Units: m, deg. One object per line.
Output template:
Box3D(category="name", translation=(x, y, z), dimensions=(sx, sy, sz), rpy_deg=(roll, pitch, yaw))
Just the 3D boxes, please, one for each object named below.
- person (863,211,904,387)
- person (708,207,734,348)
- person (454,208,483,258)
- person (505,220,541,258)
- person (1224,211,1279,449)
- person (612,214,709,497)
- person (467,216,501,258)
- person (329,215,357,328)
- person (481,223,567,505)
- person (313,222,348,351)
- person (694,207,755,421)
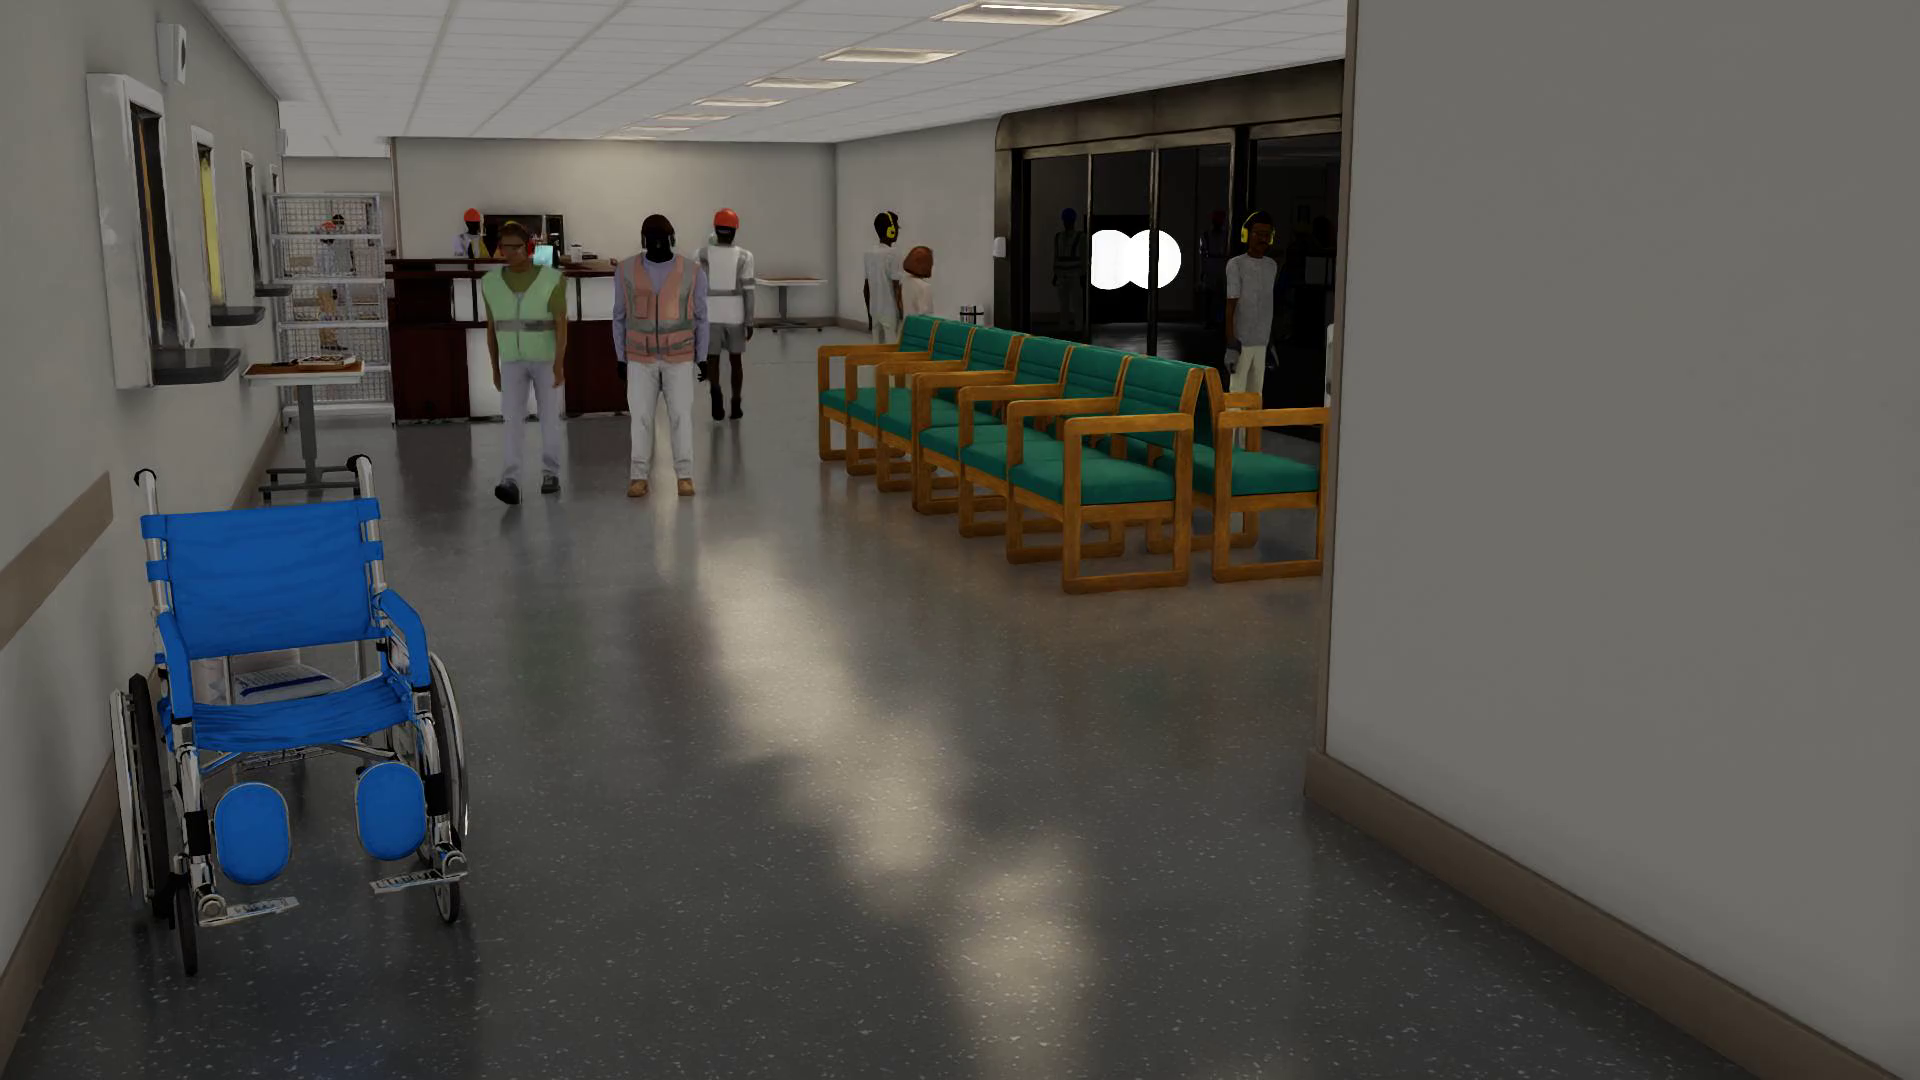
Box3D(category="person", translation=(-0.655, -1.999, 14.937), dimensions=(0.327, 1.874, 0.520), rpy_deg=(-10, 15, -41))
Box3D(category="person", translation=(-3.306, -3.664, 23.284), dimensions=(0.385, 1.948, 0.605), rpy_deg=(2, 11, 11))
Box3D(category="person", translation=(-6.802, -3.672, 23.352), dimensions=(0.361, 1.938, 0.545), rpy_deg=(11, 15, 44))
Box3D(category="person", translation=(-5.714, -3.312, 21.925), dimensions=(0.620, 1.776, 0.413), rpy_deg=(-8, 14, -36))
Box3D(category="person", translation=(2.050, -1.356, 11.662), dimensions=(0.512, 1.866, 0.330), rpy_deg=(-10, 15, -41))
Box3D(category="person", translation=(-1.959, -1.199, 10.910), dimensions=(0.622, 1.845, 0.430), rpy_deg=(-1, 11, -5))
Box3D(category="person", translation=(-5.774, -3.088, 20.641), dimensions=(0.618, 1.836, 0.430), rpy_deg=(-2, 11, -10))
Box3D(category="person", translation=(-10.183, -4.412, 27.342), dimensions=(0.507, 1.865, 0.329), rpy_deg=(-6, 12, -27))
Box3D(category="person", translation=(-2.801, -1.132, 10.726), dimensions=(0.572, 1.778, 1.015), rpy_deg=(0, 11, -1))
Box3D(category="person", translation=(-8.653, -3.470, 22.814), dimensions=(0.347, 1.741, 0.564), rpy_deg=(-8, 14, -36))
Box3D(category="person", translation=(-2.106, -2.003, 14.860), dimensions=(0.557, 1.914, 0.754), rpy_deg=(-1, 11, -6))
